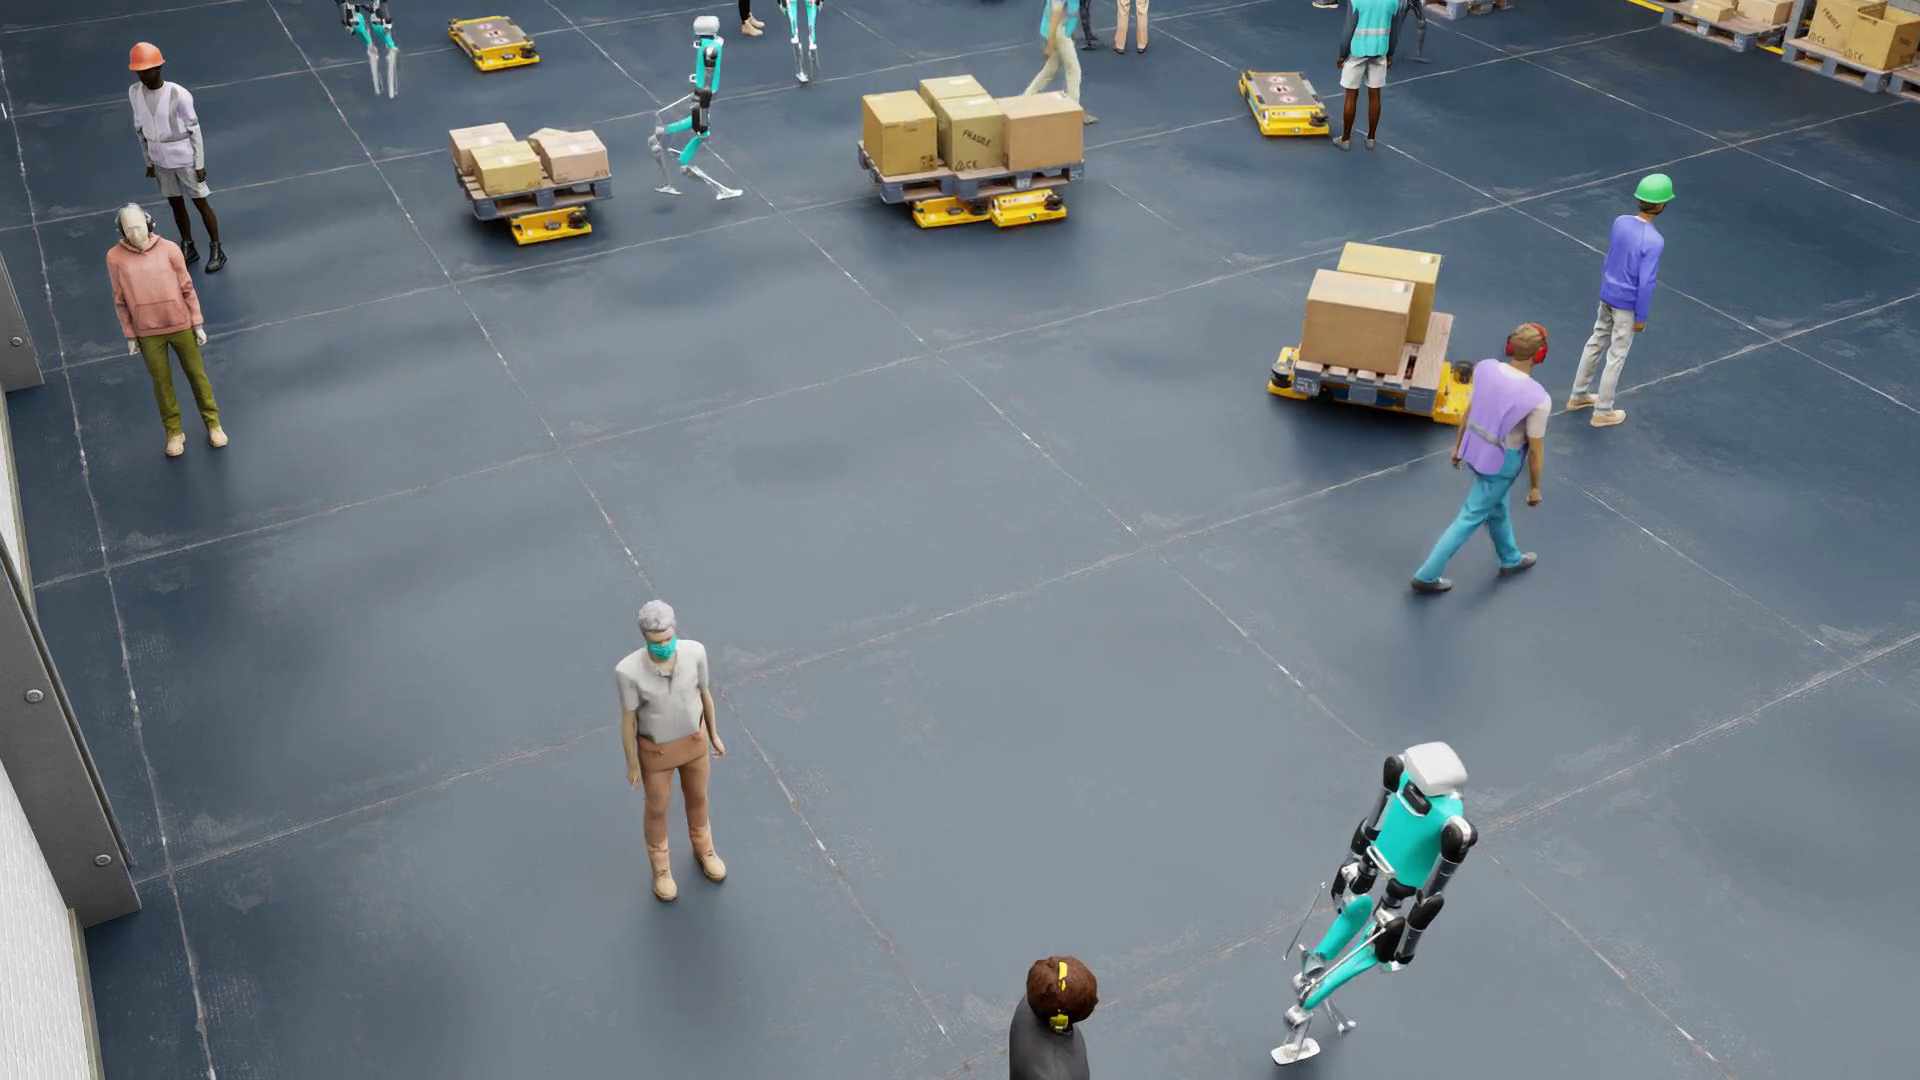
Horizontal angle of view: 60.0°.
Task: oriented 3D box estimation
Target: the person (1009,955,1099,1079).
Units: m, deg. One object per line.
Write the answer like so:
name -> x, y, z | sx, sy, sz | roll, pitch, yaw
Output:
person -> 0.337, 2.211, 6.161 | 0.353, 1.875, 0.495 | -3, 35, -5

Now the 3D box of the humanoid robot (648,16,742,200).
humanoid robot -> -2.519, -3.787, 14.868 | 0.964, 1.747, 0.531 | -4, 35, -6

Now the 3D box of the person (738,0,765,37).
person -> -2.425, -6.629, 18.938 | 0.321, 1.691, 0.530 | 1, 35, 1

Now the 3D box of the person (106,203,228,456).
person -> -5.472, -1.457, 11.431 | 0.519, 1.837, 0.379 | -14, 37, -19

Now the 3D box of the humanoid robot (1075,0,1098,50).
humanoid robot -> 1.433, -6.278, 18.449 | 0.329, 1.657, 0.591 | 6, 35, 9

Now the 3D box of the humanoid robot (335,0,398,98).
humanoid robot -> -6.092, -5.406, 17.203 | 0.539, 1.846, 0.681 | 0, 35, 1

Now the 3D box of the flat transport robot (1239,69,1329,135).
flat transport robot -> 3.333, -4.525, 17.177 | 0.659, 0.231, 1.431 | -1, 35, -2

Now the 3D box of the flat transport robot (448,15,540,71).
flat transport robot -> -5.268, -5.616, 18.735 | 0.659, 0.231, 1.431 | -17, 39, -23

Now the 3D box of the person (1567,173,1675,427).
person -> 4.700, -1.698, 11.757 | 0.370, 1.866, 0.460 | -13, 37, -17

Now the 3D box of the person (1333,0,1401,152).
person -> 3.909, -4.687, 15.953 | 0.564, 1.937, 0.432 | -3, 35, -4

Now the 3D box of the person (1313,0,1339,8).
person -> 4.474, -7.326, 19.700 | 0.369, 1.963, 0.606 | 10, 36, 15

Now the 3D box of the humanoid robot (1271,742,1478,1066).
humanoid robot -> 1.614, 1.661, 7.084 | 0.906, 1.780, 0.542 | -13, 37, -17

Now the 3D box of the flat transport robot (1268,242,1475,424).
flat transport robot -> 3.076, -1.204, 12.435 | 1.431, 0.231, 0.659 | 11, 37, 15

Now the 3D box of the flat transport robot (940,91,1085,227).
flat transport robot -> 0.411, -3.300, 15.427 | 0.659, 0.231, 1.431 | -12, 37, -16

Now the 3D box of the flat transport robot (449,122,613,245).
flat transport robot -> -3.850, -3.078, 15.110 | 0.659, 0.231, 1.431 | -15, 38, -20

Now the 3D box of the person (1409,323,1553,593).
person -> 3.243, -0.463, 10.059 | 0.950, 1.782, 0.598 | -13, 37, -18

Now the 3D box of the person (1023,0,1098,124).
person -> 0.959, -5.034, 16.579 | 0.823, 1.798, 0.562 | 1, 35, 1

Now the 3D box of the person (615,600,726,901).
person -> -1.384, 0.994, 8.008 | 0.491, 1.744, 0.304 | -18, 39, -24

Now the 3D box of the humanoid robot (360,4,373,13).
humanoid robot -> -6.986, -6.711, 19.111 | 0.648, 1.653, 0.601 | 0, 35, 1

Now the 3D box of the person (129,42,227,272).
person -> -6.508, -3.154, 13.762 | 0.544, 1.942, 0.350 | 5, 35, 7

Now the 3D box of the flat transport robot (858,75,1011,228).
flat transport robot -> -0.238, -3.275, 15.392 | 0.659, 0.231, 1.431 | -10, 36, -14

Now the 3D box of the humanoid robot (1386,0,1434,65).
humanoid robot -> 4.943, -5.953, 18.000 | 0.656, 1.636, 0.593 | 22, 40, 28

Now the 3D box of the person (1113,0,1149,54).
person -> 1.916, -6.210, 18.356 | 0.466, 1.675, 0.375 | -2, 35, -3

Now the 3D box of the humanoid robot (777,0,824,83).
humanoid robot -> -1.689, -5.630, 17.559 | 0.558, 1.834, 0.871 | -3, 35, -5
